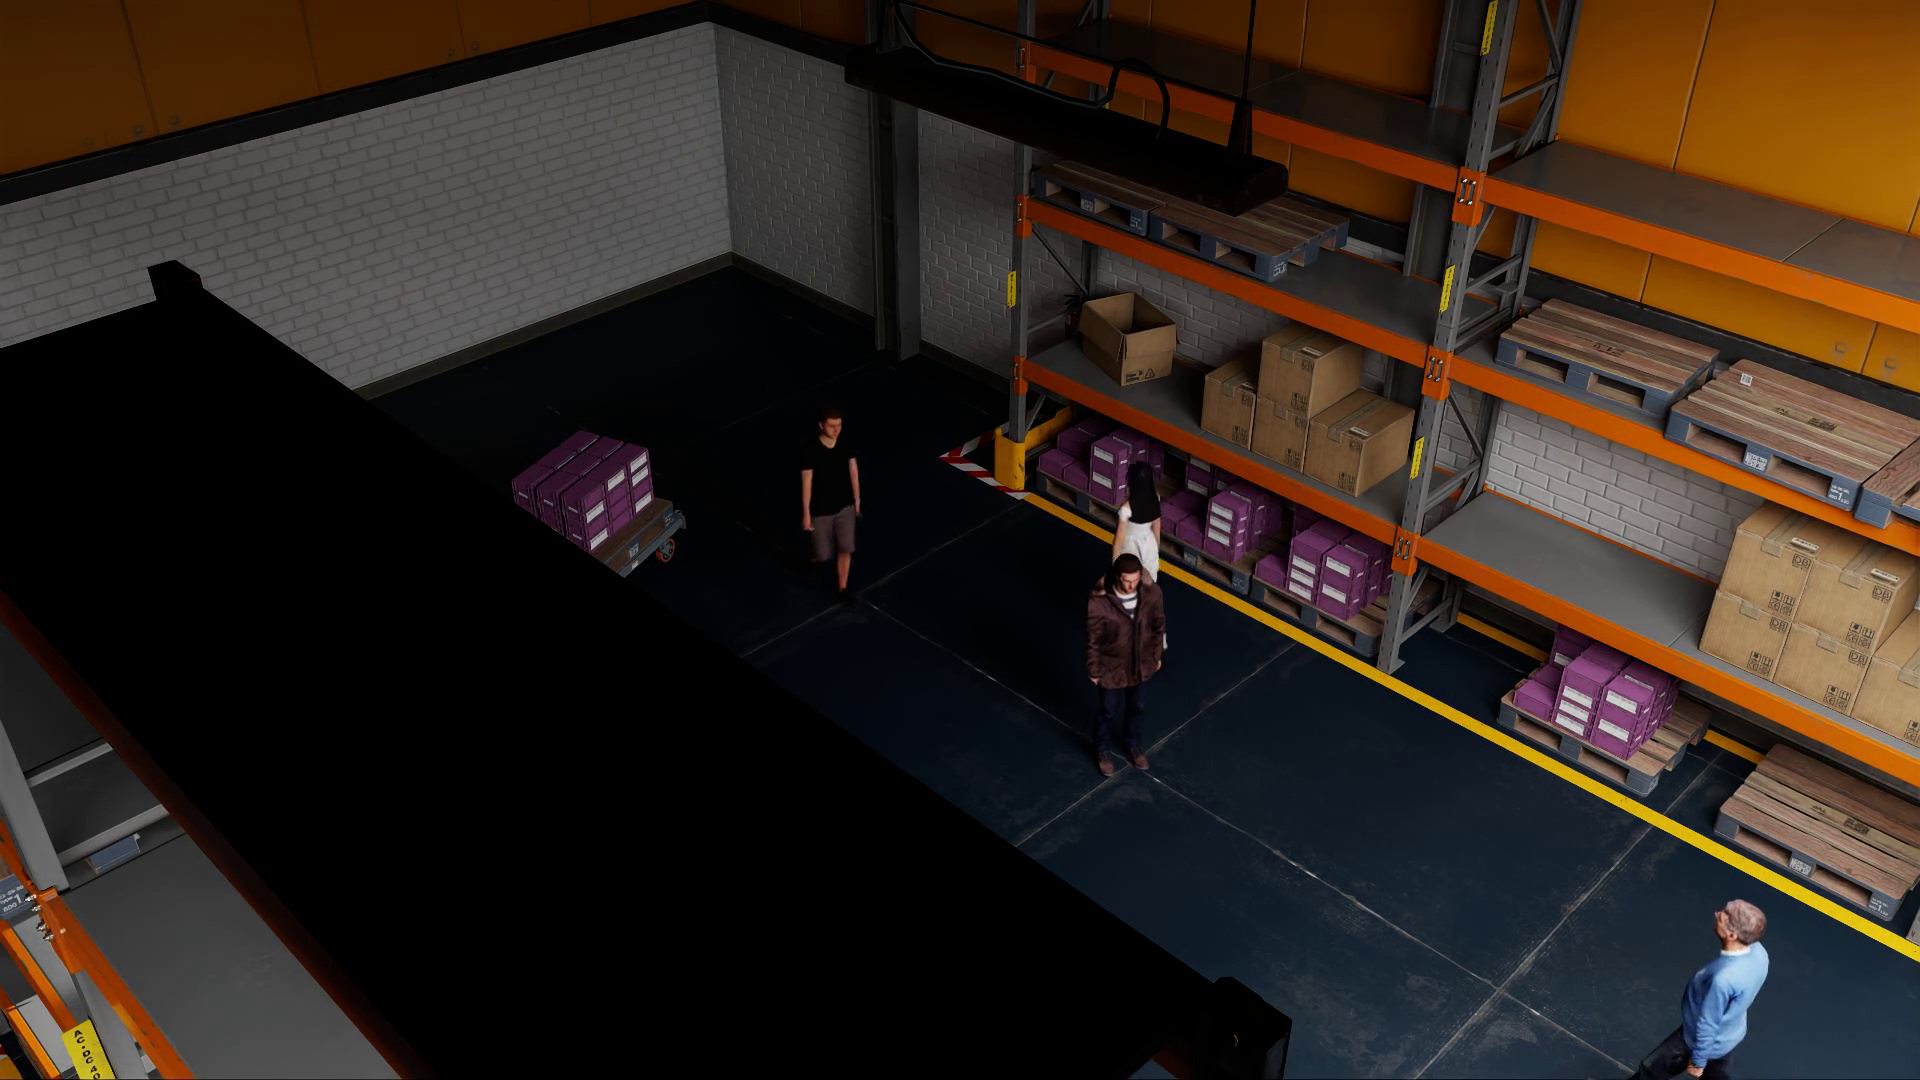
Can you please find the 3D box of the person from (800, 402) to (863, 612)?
[{"bbox_3d":[-1.071,-0.309,13.394,0.835,1.848,0.989,-16,37,-23],"label":"person"}]

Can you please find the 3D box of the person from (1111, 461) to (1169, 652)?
[{"bbox_3d":[1.397,0.217,12.679,0.681,1.763,0.868,-23,40,-31],"label":"person"}]

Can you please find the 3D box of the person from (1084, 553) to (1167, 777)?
[{"bbox_3d":[1.147,0.838,11.673,0.853,1.843,0.842,-11,35,-17],"label":"person"}]

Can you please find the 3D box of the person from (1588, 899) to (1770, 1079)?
[{"bbox_3d":[4.114,2.687,8.938,0.694,1.790,0.964,-27,42,-34],"label":"person"}]
